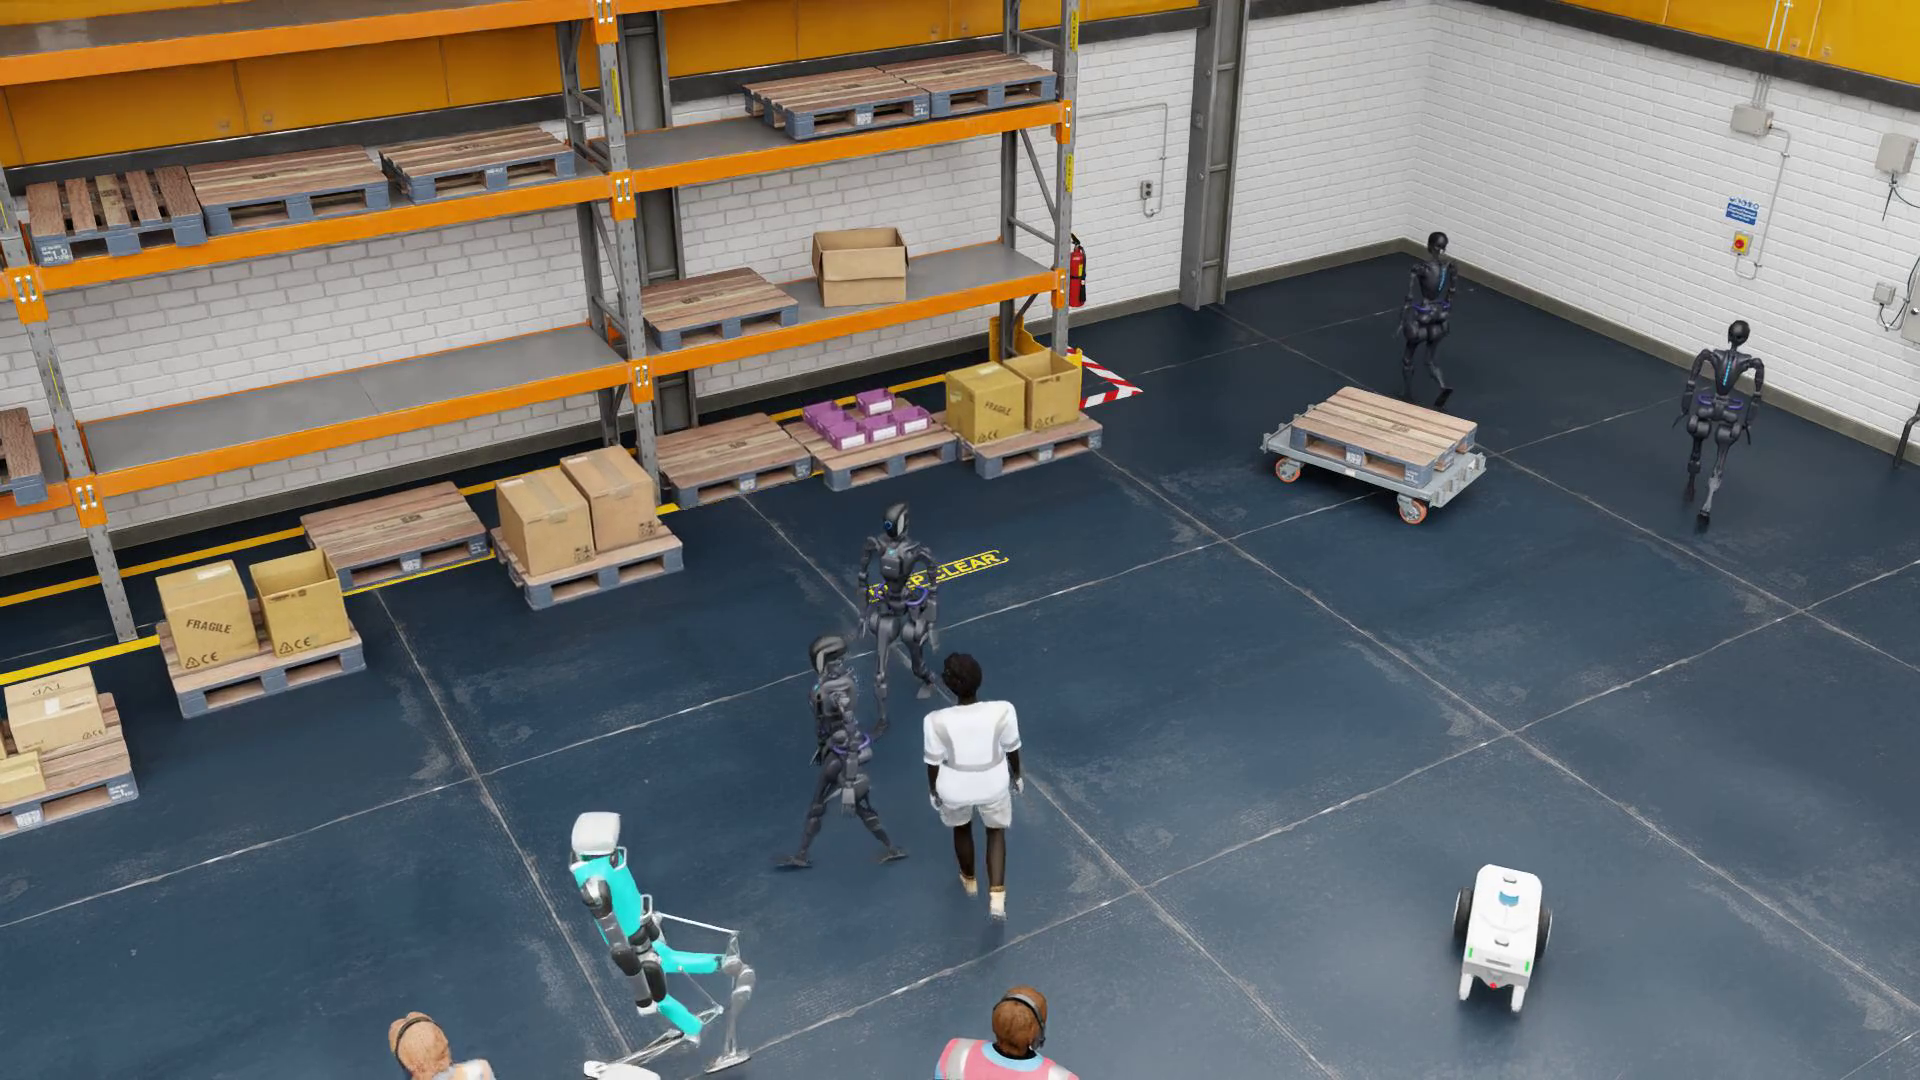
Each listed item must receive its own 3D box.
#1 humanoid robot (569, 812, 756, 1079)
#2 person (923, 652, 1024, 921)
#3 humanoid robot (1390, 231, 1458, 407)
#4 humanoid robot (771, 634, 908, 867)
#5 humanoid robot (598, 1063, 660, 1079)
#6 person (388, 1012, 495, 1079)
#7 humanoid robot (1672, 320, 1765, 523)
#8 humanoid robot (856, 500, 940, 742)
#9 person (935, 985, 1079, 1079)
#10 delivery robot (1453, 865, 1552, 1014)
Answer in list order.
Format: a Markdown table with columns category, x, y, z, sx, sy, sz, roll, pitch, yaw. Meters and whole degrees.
| category | x | y | z | sx | sy | sz | roll | pitch | yaw |
| --- | --- | --- | --- | --- | --- | --- | --- | --- | --- |
| humanoid robot | -1.343 | 1.991 | 7.949 | 1.036 | 1.698 | 0.537 | -4 | 30 | -7 |
| person | 0.079 | 1.367 | 9.113 | 0.565 | 1.671 | 0.564 | -2 | 30 | -4 |
| humanoid robot | 4.251 | -1.967 | 15.048 | 0.614 | 1.638 | 0.592 | -13 | 32 | -21 |
| humanoid robot | -0.675 | 1.243 | 9.402 | 0.799 | 1.621 | 0.598 | -12 | 32 | -20 |
| humanoid robot | -1.165 | 2.626 | 6.830 | 0.555 | 1.749 | 0.840 | 5 | 30 | 9 |
| person | -2.149 | 2.620 | 6.959 | 0.512 | 1.620 | 0.382 | -18 | 34 | -29 |
| humanoid robot | 6.038 | -0.969 | 13.296 | 0.601 | 1.640 | 0.734 | 13 | 32 | 22 |
| humanoid robot | -0.369 | 0.481 | 10.759 | 0.600 | 1.647 | 0.770 | 11 | 31 | 19 |
| person | 0.214 | 2.565 | 6.853 | 0.628 | 1.836 | 0.431 | 11 | 31 | 18 |
| delivery robot | 2.923 | 2.105 | 8.973 | 0.499 | 0.609 | 0.805 | 10 | 31 | 18 |
